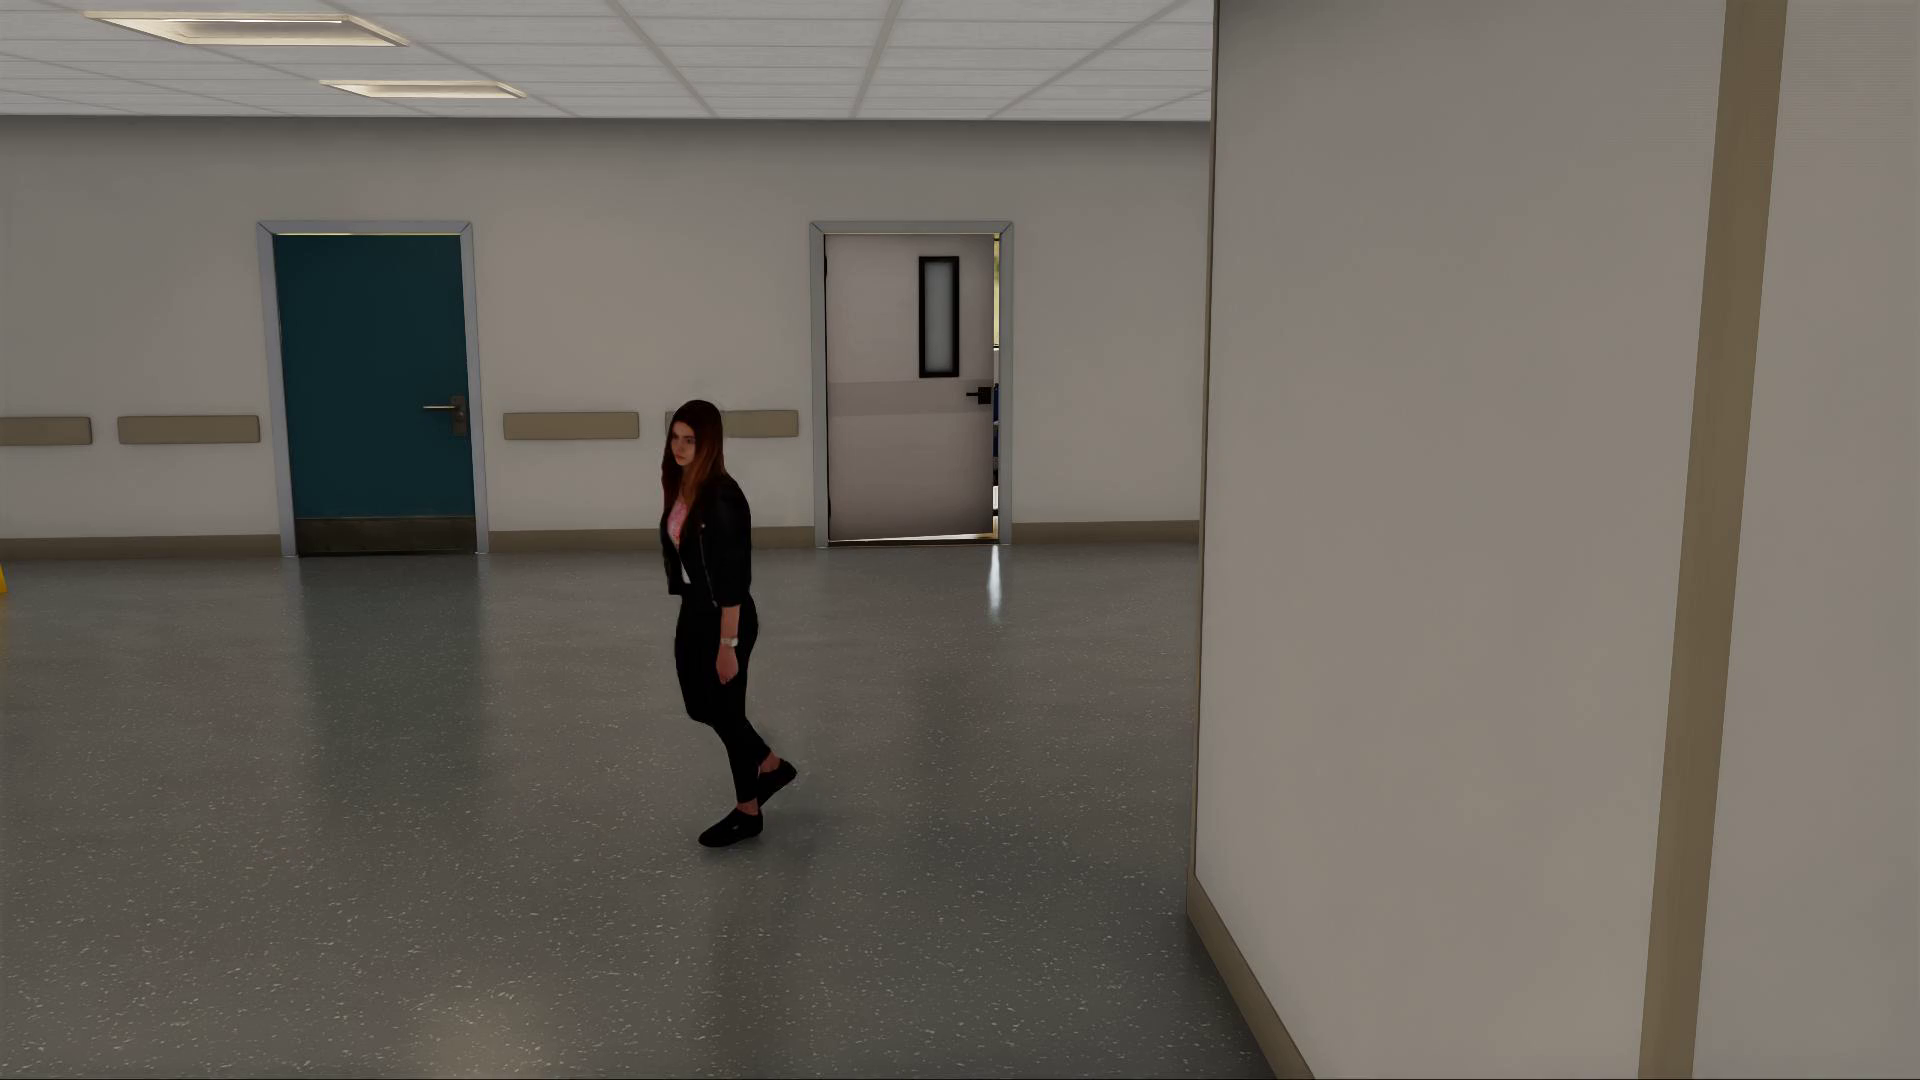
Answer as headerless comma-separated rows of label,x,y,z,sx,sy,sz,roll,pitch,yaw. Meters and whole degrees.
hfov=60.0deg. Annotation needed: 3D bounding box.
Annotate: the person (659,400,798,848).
person,-0.841,0.312,6.099,0.942,1.672,0.854,-5,12,-23
